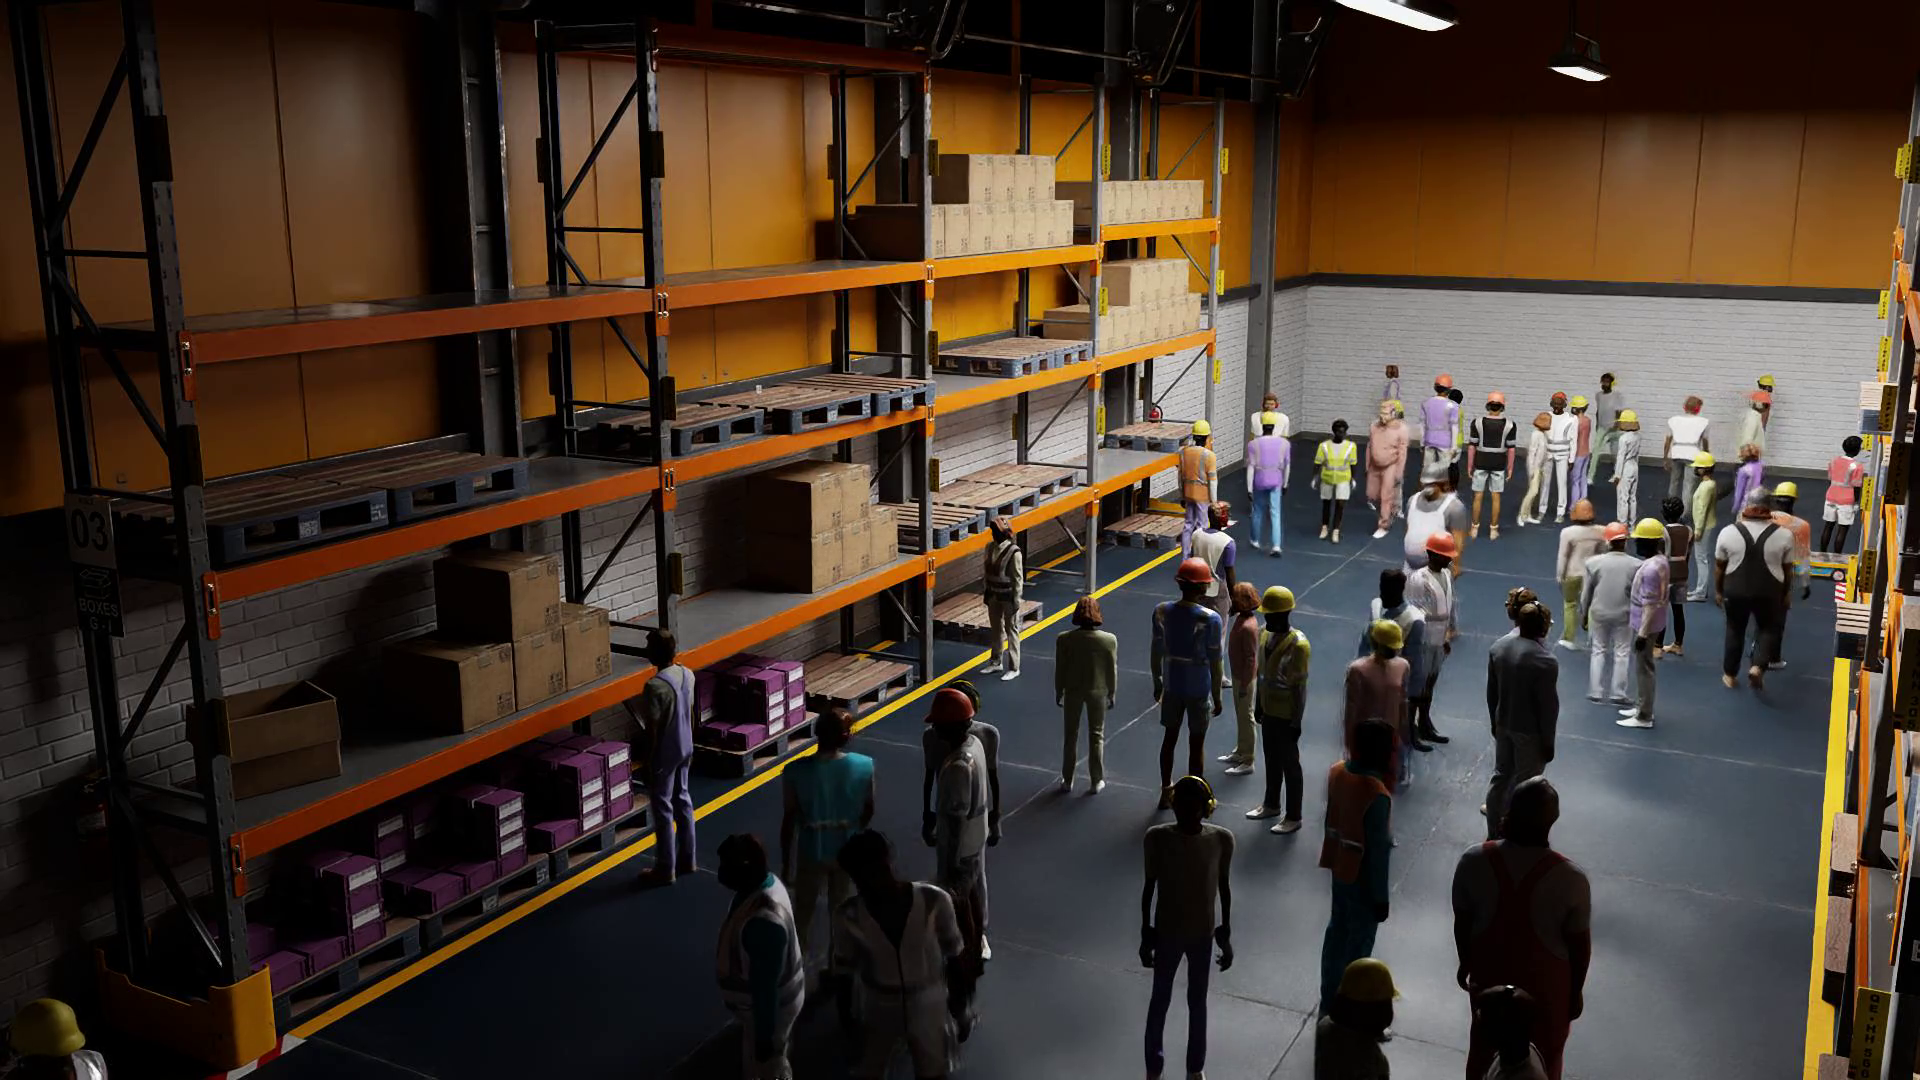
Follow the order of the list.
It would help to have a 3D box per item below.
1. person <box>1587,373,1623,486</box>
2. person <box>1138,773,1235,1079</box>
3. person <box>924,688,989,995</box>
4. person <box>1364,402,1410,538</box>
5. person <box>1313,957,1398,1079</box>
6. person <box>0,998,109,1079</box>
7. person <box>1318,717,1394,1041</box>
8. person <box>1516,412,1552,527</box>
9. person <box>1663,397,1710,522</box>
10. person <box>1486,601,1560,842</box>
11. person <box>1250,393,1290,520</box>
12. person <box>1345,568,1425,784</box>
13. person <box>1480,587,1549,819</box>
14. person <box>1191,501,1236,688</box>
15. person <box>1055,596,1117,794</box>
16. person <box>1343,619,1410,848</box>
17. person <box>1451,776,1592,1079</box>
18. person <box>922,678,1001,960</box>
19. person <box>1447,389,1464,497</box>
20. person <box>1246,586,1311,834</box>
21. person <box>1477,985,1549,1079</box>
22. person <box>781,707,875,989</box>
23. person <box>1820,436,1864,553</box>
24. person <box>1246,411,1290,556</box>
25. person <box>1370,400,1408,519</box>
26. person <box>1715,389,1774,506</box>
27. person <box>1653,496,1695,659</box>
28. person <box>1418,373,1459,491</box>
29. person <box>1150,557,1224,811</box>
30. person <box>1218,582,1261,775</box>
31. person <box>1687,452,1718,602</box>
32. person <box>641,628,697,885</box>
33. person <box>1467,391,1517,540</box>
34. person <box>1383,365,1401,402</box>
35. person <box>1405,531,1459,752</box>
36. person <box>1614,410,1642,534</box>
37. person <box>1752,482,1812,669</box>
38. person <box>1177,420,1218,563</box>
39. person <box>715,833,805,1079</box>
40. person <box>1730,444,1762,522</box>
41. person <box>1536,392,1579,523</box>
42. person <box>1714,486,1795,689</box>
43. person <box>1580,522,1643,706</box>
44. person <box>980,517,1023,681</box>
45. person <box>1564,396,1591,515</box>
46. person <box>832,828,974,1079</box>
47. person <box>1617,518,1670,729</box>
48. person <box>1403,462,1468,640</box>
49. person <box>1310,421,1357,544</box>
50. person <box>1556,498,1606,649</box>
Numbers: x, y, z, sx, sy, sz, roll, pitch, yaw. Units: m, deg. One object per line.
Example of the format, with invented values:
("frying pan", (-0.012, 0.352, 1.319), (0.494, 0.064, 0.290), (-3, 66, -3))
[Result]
("person", (10.357, -1.779, 26.608), (0.999, 1.821, 0.481), (-11, 16, -40))
("person", (1.222, 2.138, 8.941), (0.521, 1.864, 0.335), (0, 13, 0))
("person", (-0.024, 1.832, 10.167), (0.386, 1.929, 0.543), (2, 13, 9))
("person", (5.861, -0.974, 22.823), (0.535, 1.885, 0.661), (-11, 17, -41))
("person", (1.679, 2.608, 7.129), (0.350, 1.732, 0.491), (-4, 13, -16))
("person", (-3.591, 2.672, 6.645), (0.403, 1.824, 0.591), (6, 14, 25))
("person", (2.299, 1.950, 9.659), (0.371, 1.915, 0.597), (-3, 13, -14))
("person", (8.136, -1.007, 23.559), (0.384, 1.620, 0.541), (8, 15, 32))
("person", (10.409, -1.156, 23.873), (0.574, 1.796, 0.839), (8, 15, 33))
("person", (4.098, 1.387, 12.131), (0.352, 1.937, 0.635), (-6, 14, -24))
("person", (4.454, -1.209, 23.994), (0.564, 1.836, 0.382), (6, 14, 24))
("person", (3.418, 1.129, 13.409), (0.658, 1.883, 0.622), (-3, 13, -14))
("person", (4.308, 1.264, 12.893), (0.506, 1.846, 0.346), (-11, 16, -40))
("person", (2.458, 0.530, 16.172), (0.377, 1.844, 0.570), (-8, 15, -33))
("person", (1.013, 1.252, 13.445), (0.502, 1.626, 0.291), (1, 13, 6))
("person", (3.104, 1.392, 12.589), (0.557, 1.732, 0.740), (-3, 13, -13))
("person", (2.855, 2.160, 8.439), (0.676, 2.000, 0.536), (8, 15, 33))
("person", (0.010, 1.772, 10.589), (0.509, 1.863, 0.326), (0, 13, -1))
("person", (7.533, -1.465, 25.447), (0.318, 1.697, 0.535), (6, 14, 27))
("person", (2.422, 1.277, 12.684), (0.407, 1.918, 0.583), (-6, 14, -24))
("person", (2.192, 2.649, 6.699), (0.342, 1.842, 0.506), (3, 13, 12))
("person", (-0.811, 1.892, 10.151), (0.588, 1.809, 0.535), (-3, 13, -14))
("person", (11.202, -0.489, 21.110), (0.331, 1.686, 0.531), (-3, 13, -14))
("person", (4.044, -0.747, 21.838), (0.589, 1.882, 1.002), (0, 13, 0))
("person", (6.286, -1.221, 24.349), (0.484, 1.708, 0.884), (-2, 13, -7))
("person", (11.150, -1.190, 23.649), (0.921, 1.959, 0.611), (5, 14, 21))
("person", (7.314, 0.388, 17.170), (0.533, 1.691, 0.322), (-5, 14, -22))
("person", (7.073, -1.437, 24.536), (0.614, 2.040, 0.391), (11, 17, 41))
("person", (1.792, 1.136, 13.021), (0.615, 2.039, 0.386), (9, 16, 36))
("person", (2.351, 1.145, 13.900), (0.282, 1.633, 0.498), (0, 13, -1))
("person", (8.652, -0.152, 19.428), (0.341, 1.760, 0.525), (7, 14, 28))
("person", (-2.064, 1.520, 11.776), (0.348, 1.836, 0.517), (6, 14, 26))
("person", (7.237, -1.012, 22.681), (0.612, 2.030, 0.410), (4, 13, 16))
("person", (7.562, -2.254, 29.132), (0.317, 1.629, 0.509), (2, 13, 11))
("person", (4.114, 0.863, 14.486), (0.366, 1.935, 0.543), (12, 17, 43))
("person", (9.166, -0.923, 22.932), (0.484, 1.737, 0.322), (-11, 16, -40))
("person", (8.264, 0.357, 16.849), (0.482, 1.889, 0.712), (-10, 16, -39))
("person", (2.987, -0.543, 20.790), (0.367, 1.927, 0.594), (-11, 16, -40))
("person", (-0.988, 2.318, 8.256), (0.436, 1.823, 0.632), (-3, 13, -11))
("person", (9.940, -0.427, 21.007), (0.568, 1.610, 0.334), (-11, 17, -41))
("person", (8.515, -1.187, 23.795), (0.576, 1.880, 0.351), (9, 15, 34))
("person", (7.646, 0.460, 16.051), (0.700, 2.000, 0.549), (7, 15, 30))
("person", (6.172, 0.692, 15.695), (0.596, 1.739, 0.361), (6, 14, 27))
("person", (0.420, 0.573, 16.451), (0.312, 1.639, 0.520), (-10, 16, -38))
("person", (8.988, -1.226, 24.238), (0.527, 1.761, 0.334), (-12, 17, -43))
("person", (-0.279, 2.301, 8.084), (0.731, 1.924, 0.385), (-1, 13, -3))
("person", (6.179, 0.747, 15.023), (0.379, 1.924, 0.593), (6, 14, 24))
("person", (4.993, 0.126, 17.544), (0.682, 2.000, 0.974), (11, 17, 40))
("person", (5.032, -0.758, 22.436), (0.588, 1.611, 0.798), (4, 13, 16))
("person", (6.482, 0.372, 17.369), (0.514, 1.621, 0.435), (-1, 13, -5))
